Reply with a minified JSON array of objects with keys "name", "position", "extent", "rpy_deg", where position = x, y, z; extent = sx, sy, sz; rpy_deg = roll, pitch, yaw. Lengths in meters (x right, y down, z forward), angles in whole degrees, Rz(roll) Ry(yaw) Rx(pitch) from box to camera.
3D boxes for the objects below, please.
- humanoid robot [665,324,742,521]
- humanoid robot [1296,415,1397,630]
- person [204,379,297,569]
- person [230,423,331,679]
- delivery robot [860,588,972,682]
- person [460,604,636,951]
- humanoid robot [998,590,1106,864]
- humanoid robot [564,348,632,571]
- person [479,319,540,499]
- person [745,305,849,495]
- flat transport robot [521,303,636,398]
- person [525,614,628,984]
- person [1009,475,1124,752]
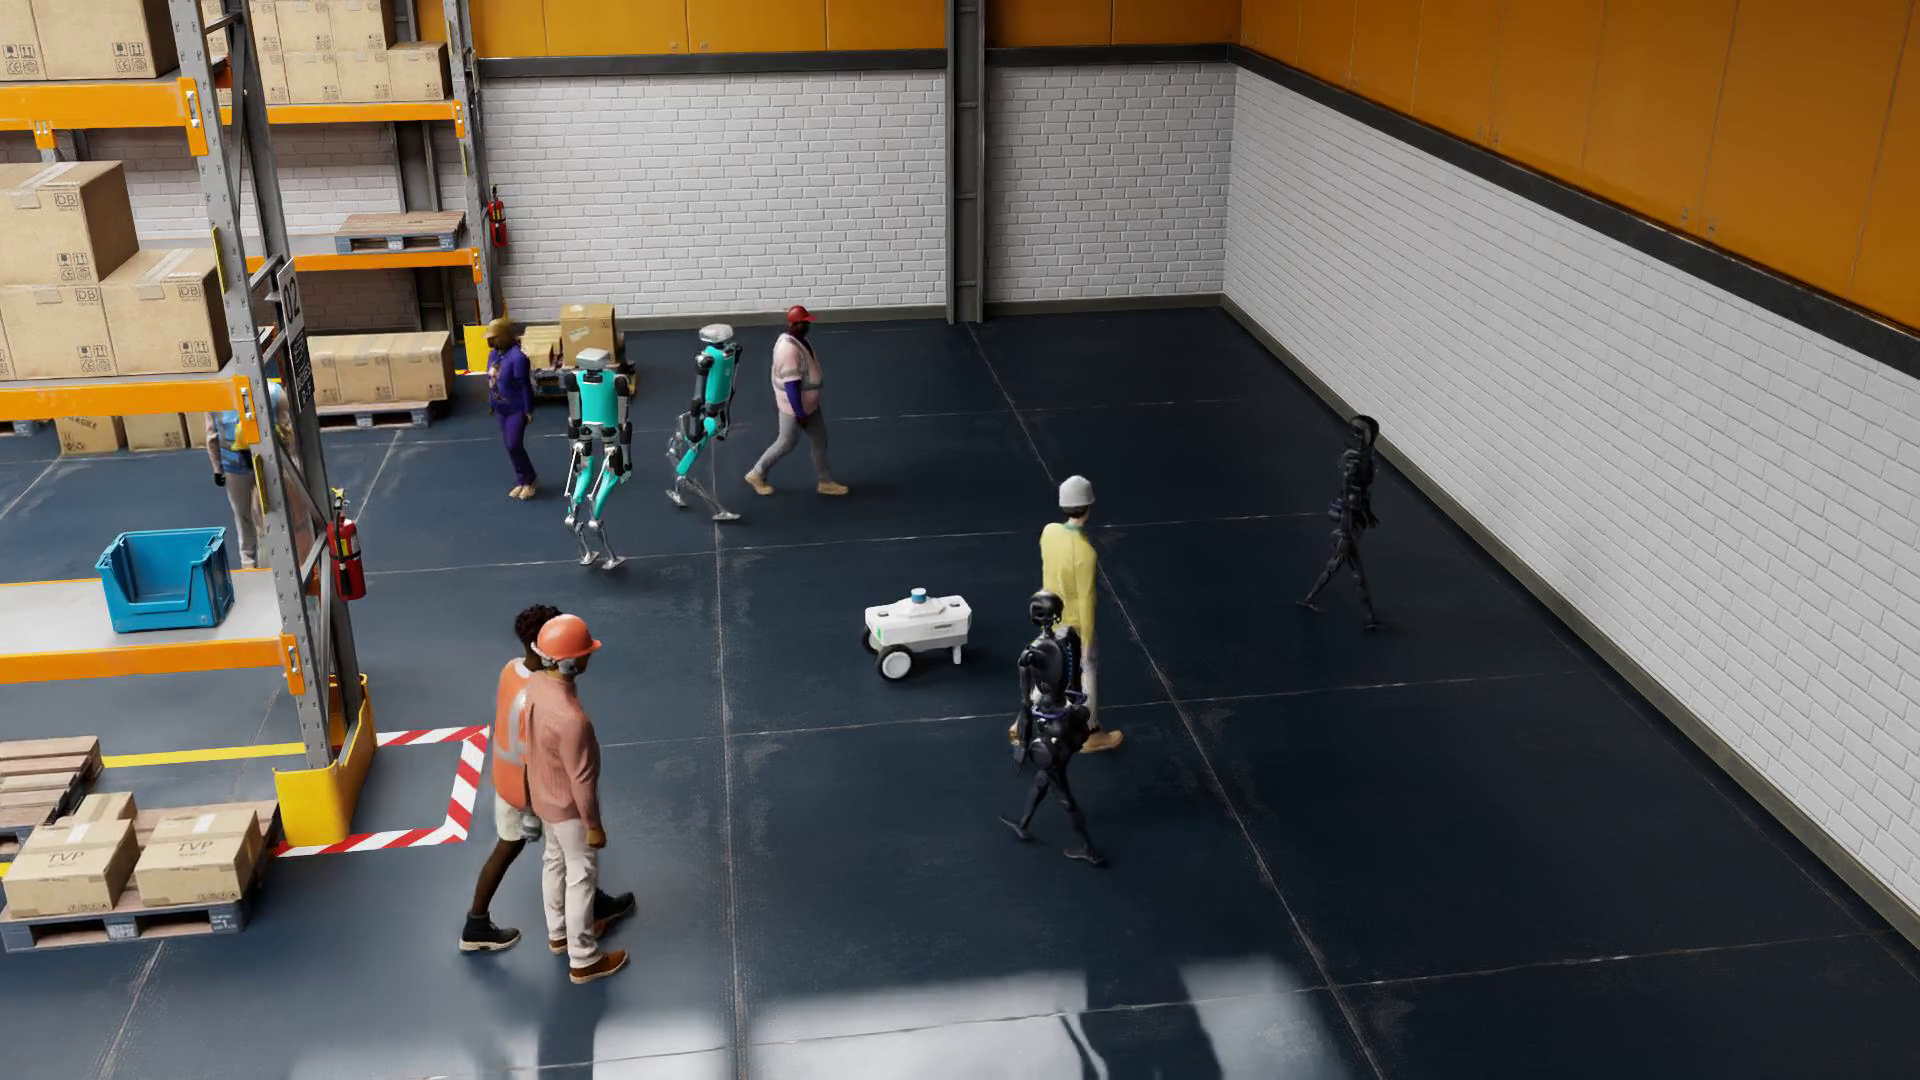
[{"name":"humanoid robot","position":[-2.282,-0.983,13.840],"extent":[0.993,1.739,0.543],"rpy_deg":[12,26,25]},{"name":"humanoid robot","position":[2.871,-0.148,12.044],"extent":[0.787,1.628,0.614],"rpy_deg":[13,27,27]},{"name":"person","position":[-5.415,-0.579,12.777],"extent":[0.631,1.836,0.430],"rpy_deg":[-6,24,-14]},{"name":"person","position":[-4.566,0.086,11.164],"extent":[0.457,1.908,0.582],"rpy_deg":[-4,24,-9]},{"name":"delivery robot","position":[-0.319,0.635,11.612],"extent":[0.781,0.609,0.511],"rpy_deg":[-7,25,-16]},{"name":"person","position":[-2.233,1.237,8.556],"extent":[0.944,1.903,0.622],"rpy_deg":[-14,27,-29]},{"name":"humanoid robot","position":[0.515,1.044,9.310],"extent":[0.695,1.625,0.586],"rpy_deg":[18,29,34]},{"name":"humanoid robot","position":[-2.838,-0.572,12.759],"extent":[0.530,1.701,0.734],"rpy_deg":[6,24,14]},{"name":"person","position":[-3.851,-1.112,14.255],"extent":[0.476,1.604,0.392],"rpy_deg":[16,29,33]},{"name":"person","position":[-1.444,-1.184,14.293],"extent":[0.845,1.719,0.610],"rpy_deg":[5,24,11]},{"name":"flat transport robot","position":[-4.073,-1.636,17.123],"extent":[1.431,0.231,0.659],"rpy_deg":[-3,24,-7]},{"name":"person","position":[-1.929,1.287,8.341],"extent":[0.432,1.983,0.617],"rpy_deg":[-13,27,-28]},{"name":"person","position":[0.650,0.501,10.268],"extent":[0.729,1.863,0.506],"rpy_deg":[-17,29,-34]}]
